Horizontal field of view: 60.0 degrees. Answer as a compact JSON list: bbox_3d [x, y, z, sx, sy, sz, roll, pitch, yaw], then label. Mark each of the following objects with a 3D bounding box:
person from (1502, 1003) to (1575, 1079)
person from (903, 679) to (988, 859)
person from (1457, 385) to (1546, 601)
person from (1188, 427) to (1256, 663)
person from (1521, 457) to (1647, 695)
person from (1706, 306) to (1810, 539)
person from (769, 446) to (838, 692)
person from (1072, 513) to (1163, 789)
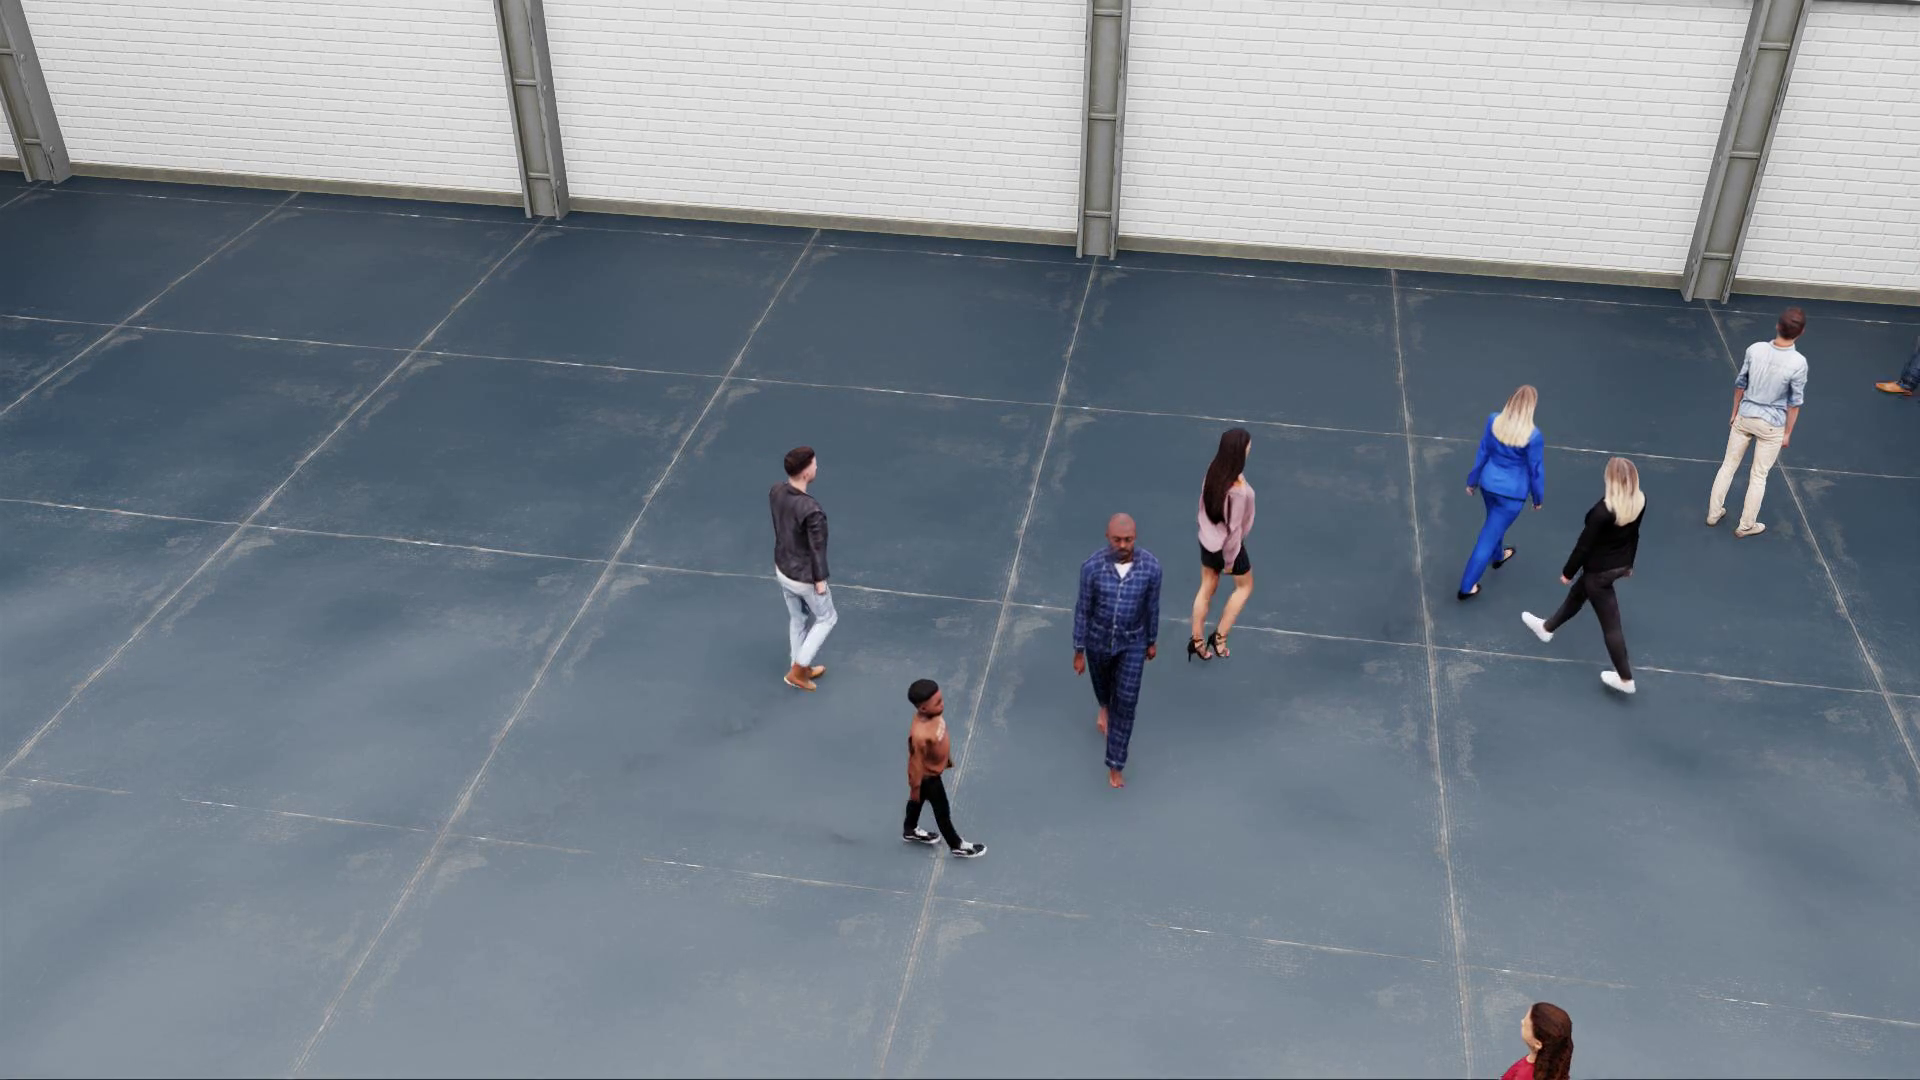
[{"bbox_3d":[2.557,2.697,7.340,1.138,1.517,0.876,24,40,31],"label":"person"},{"bbox_3d":[-0.248,1.312,9.673,0.732,1.240,0.521,5,34,8],"label":"person"},{"bbox_3d":[3.753,-0.291,11.697,1.081,1.671,1.036,-23,40,-30],"label":"person"},{"bbox_3d":[1.654,0.079,11.024,0.807,1.798,0.759,-15,36,-21],"label":"person"},{"bbox_3d":[4.277,0.280,10.873,1.153,1.630,1.210,-20,38,-27],"label":"person"},{"bbox_3d":[5.979,-0.884,12.428,0.791,1.848,0.708,-26,41,-33],"label":"person"},{"bbox_3d":[-1.096,0.244,10.754,0.790,1.823,0.879,29,43,36],"label":"person"},{"bbox_3d":[0.953,0.574,10.310,1.120,1.764,0.804,3,34,4],"label":"person"}]
